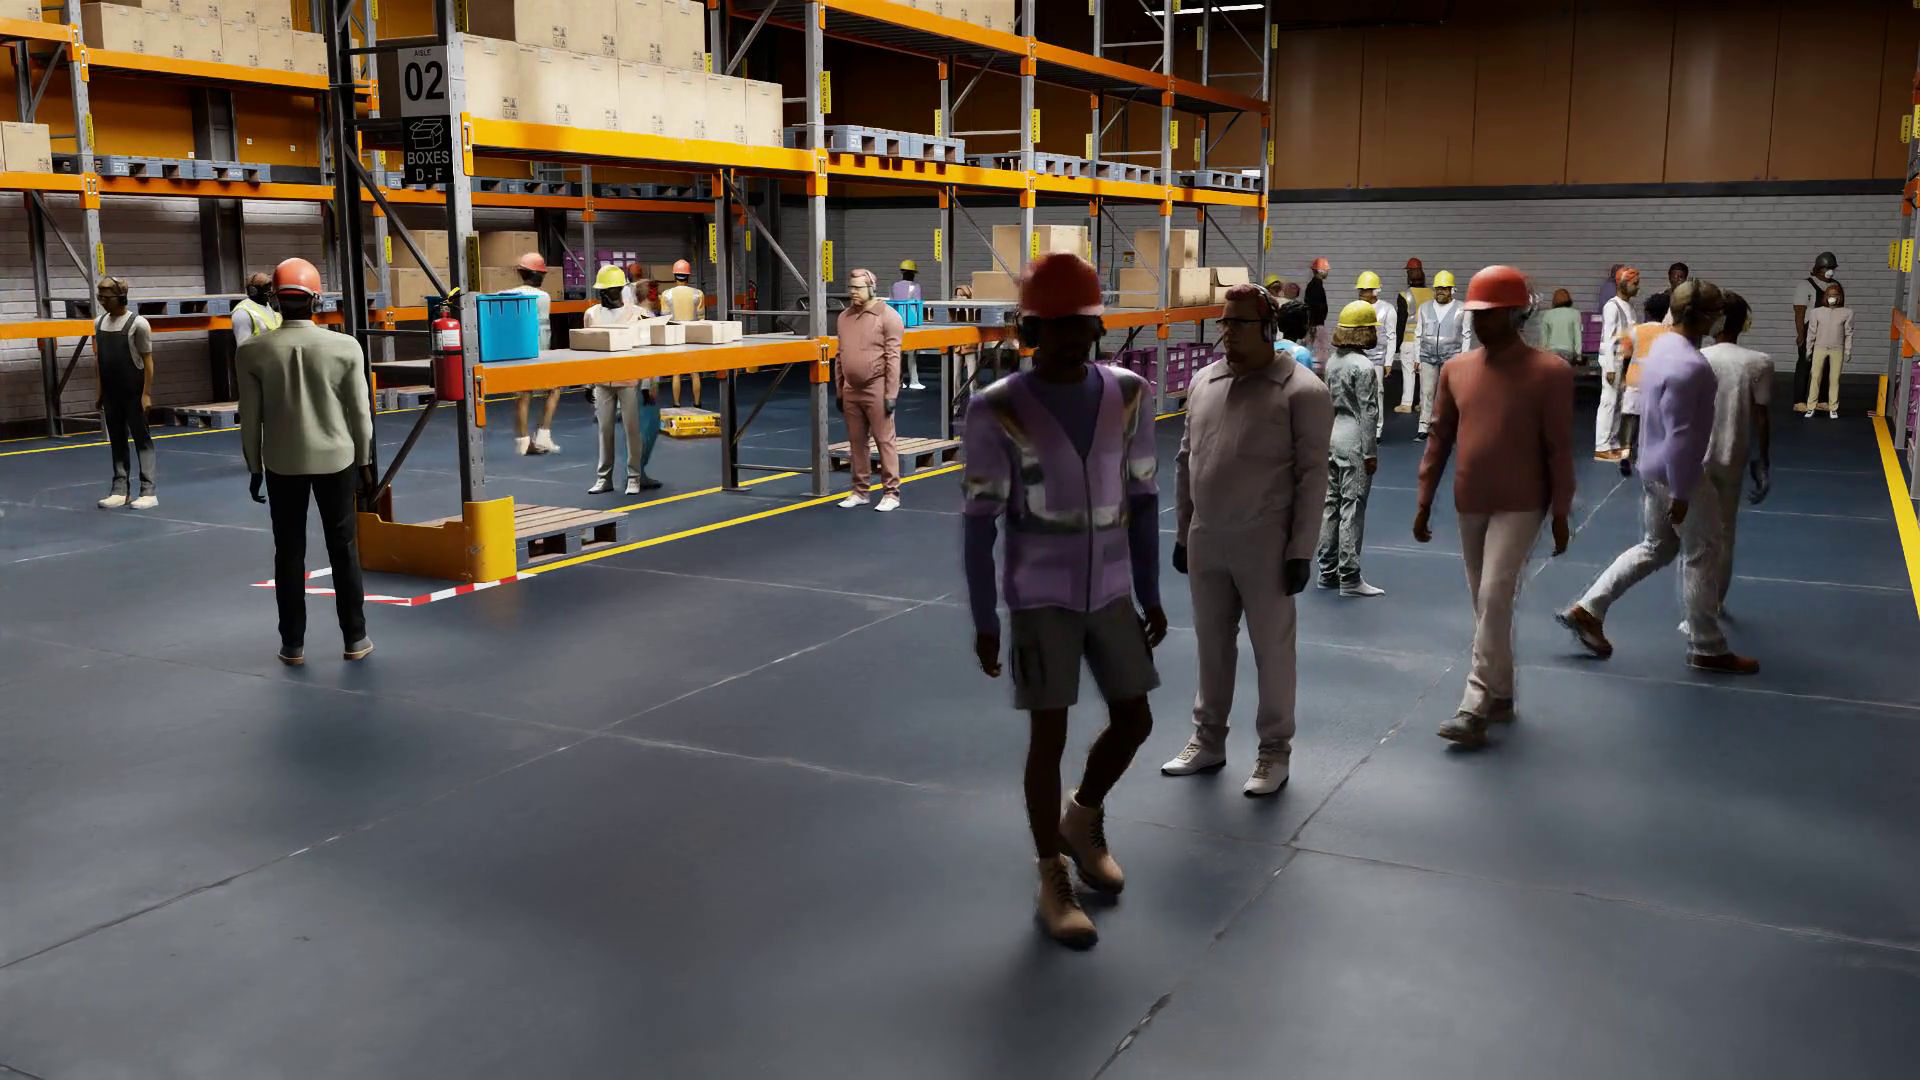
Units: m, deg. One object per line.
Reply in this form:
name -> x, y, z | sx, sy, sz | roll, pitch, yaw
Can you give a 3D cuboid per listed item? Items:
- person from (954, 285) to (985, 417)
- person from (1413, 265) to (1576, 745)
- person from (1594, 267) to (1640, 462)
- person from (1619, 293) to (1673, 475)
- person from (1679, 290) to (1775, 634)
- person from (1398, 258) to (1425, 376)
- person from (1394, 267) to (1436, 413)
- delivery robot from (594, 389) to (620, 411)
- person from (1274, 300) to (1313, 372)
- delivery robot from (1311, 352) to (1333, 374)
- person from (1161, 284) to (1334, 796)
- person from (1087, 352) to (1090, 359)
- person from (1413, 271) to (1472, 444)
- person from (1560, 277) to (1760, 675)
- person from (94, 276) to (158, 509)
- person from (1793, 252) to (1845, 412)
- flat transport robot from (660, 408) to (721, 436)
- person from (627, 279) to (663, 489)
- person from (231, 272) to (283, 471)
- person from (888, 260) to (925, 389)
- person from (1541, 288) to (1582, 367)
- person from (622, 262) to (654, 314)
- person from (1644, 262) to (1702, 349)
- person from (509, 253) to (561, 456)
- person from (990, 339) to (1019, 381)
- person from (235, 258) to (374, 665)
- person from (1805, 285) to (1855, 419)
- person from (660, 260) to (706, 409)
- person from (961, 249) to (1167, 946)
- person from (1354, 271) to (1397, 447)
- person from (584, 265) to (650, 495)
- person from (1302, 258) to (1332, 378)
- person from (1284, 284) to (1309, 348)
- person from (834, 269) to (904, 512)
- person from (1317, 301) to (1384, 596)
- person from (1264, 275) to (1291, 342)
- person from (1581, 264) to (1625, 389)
person -> 0.057, -2.300, 20.357 | 0.523, 1.636, 0.310 | 5, 11, 27
person -> 2.147, -0.143, 6.923 | 0.845, 1.960, 0.640 | -8, 12, -38
person -> 6.406, -1.701, 16.188 | 0.348, 1.881, 0.587 | 8, 13, 39
person -> 6.268, -1.414, 15.158 | 0.543, 1.669, 0.787 | 6, 12, 32
person -> 4.073, -0.427, 8.991 | 0.547, 1.827, 0.887 | 3, 10, 19
person -> 7.463, -3.676, 27.455 | 0.357, 1.936, 0.551 | 5, 11, 28
person -> 5.771, -2.532, 21.123 | 0.623, 1.841, 0.430 | -4, 11, -21
delivery robot -> -4.183, -1.758, 20.077 | 0.477, 0.478, 0.707 | 0, 10, -1
person -> 2.272, -0.818, 11.596 | 0.321, 1.699, 0.537 | -4, 10, -20
delivery robot -> 5.656, -2.711, 25.594 | 0.707, 0.478, 0.477 | 2, 10, 13
person -> 1.062, -0.003, 6.283 | 0.642, 1.909, 0.409 | 9, 13, 42
person -> 1.849, -3.254, 25.121 | 0.542, 1.909, 0.758 | 8, 13, 40
person -> 5.118, -1.940, 17.709 | 0.591, 1.833, 0.403 | 5, 11, 27
person -> 3.438, -0.310, 8.047 | 0.859, 1.914, 0.644 | 2, 10, 11
person -> -6.622, -1.159, 13.167 | 0.504, 1.840, 0.345 | 2, 10, 14
person -> 11.009, -2.653, 21.233 | 0.683, 2.000, 0.537 | -3, 10, -14
flat transport robot -> -3.148, -1.354, 18.828 | 0.652, 0.197, 1.431 | -5, 11, -29
person -> -2.747, -1.350, 14.402 | 0.455, 1.809, 0.651 | -5, 11, -28
person -> -6.489, -1.568, 15.528 | 0.429, 1.842, 0.634 | 1, 10, 6
person -> -0.786, -3.202, 24.764 | 0.585, 1.920, 0.382 | 6, 12, 32
person -> 7.584, -2.381, 20.994 | 0.539, 1.579, 0.822 | 5, 11, 28
person -> -4.621, -3.029, 23.862 | 0.337, 1.883, 0.584 | 6, 12, 33
person -> 7.425, -1.924, 17.361 | 0.593, 1.922, 0.391 | 2, 10, 12
person -> -4.247, -1.840, 16.597 | 0.608, 2.025, 0.528 | 5, 11, 29
person -> 0.680, -3.167, 24.584 | 0.618, 1.921, 0.981 | 2, 10, 14
person -> -3.205, -0.378, 8.194 | 0.611, 1.995, 0.375 | -4, 10, -20
person -> 10.648, -2.303, 20.384 | 0.509, 1.632, 0.269 | 5, 11, 27
person -> -3.370, -2.439, 20.294 | 0.543, 1.939, 0.356 | -2, 10, -14
person -> 0.332, 0.163, 4.946 | 0.668, 2.031, 0.503 | -4, 11, -22
person -> 4.240, -1.880, 17.366 | 0.602, 1.828, 0.404 | 8, 13, 40
person -> -2.877, -1.333, 13.937 | 0.587, 1.922, 0.383 | 2, 10, 12
person -> 5.371, -3.325, 25.390 | 0.987, 1.957, 0.626 | 0, 10, 3
person -> 4.546, -2.715, 22.857 | 0.543, 1.589, 0.845 | 5, 11, 26
person -> -0.744, -1.172, 13.091 | 0.635, 1.899, 0.397 | 7, 12, 35
person -> 2.333, -0.540, 9.865 | 0.295, 1.744, 0.487 | -3, 10, -18
person -> 4.075, -2.617, 21.903 | 0.551, 1.729, 0.700 | -4, 11, -24
person -> 9.679, -3.156, 24.708 | 0.822, 1.853, 0.724 | 3, 10, 17
